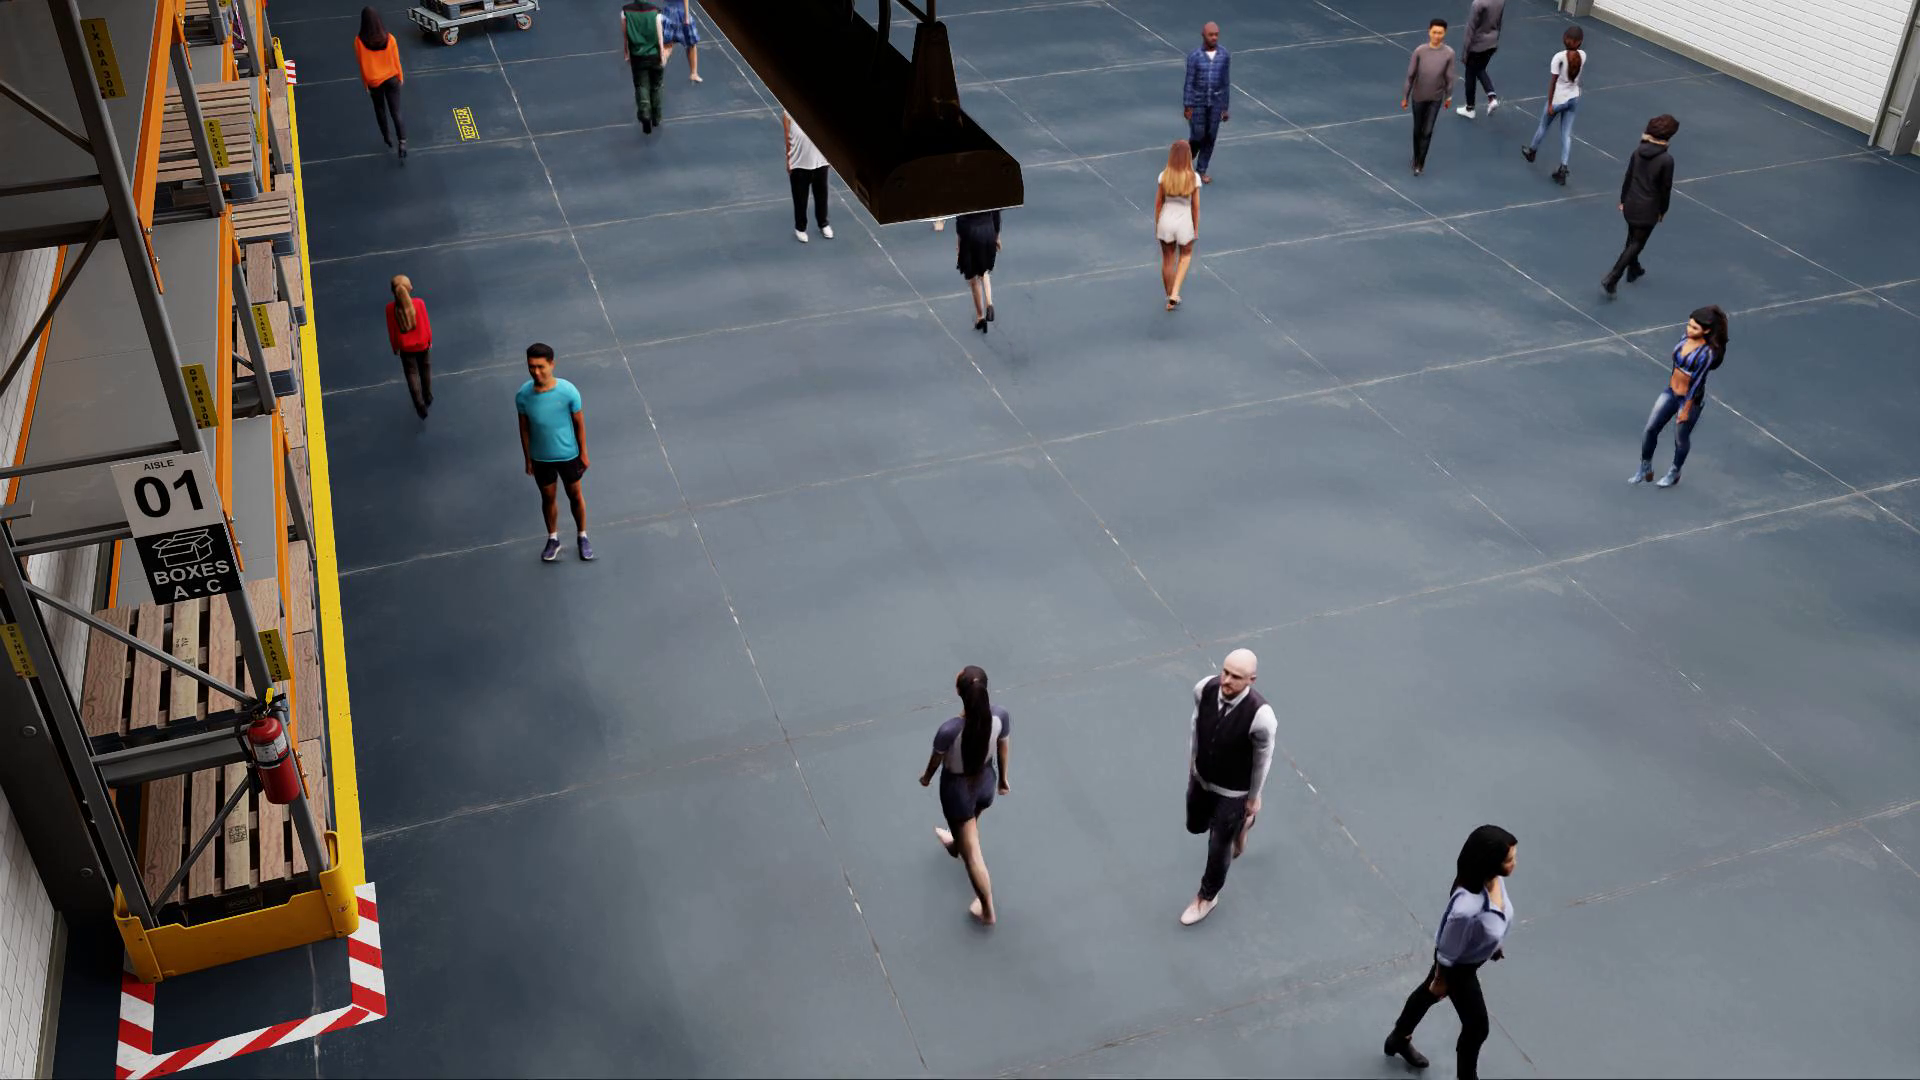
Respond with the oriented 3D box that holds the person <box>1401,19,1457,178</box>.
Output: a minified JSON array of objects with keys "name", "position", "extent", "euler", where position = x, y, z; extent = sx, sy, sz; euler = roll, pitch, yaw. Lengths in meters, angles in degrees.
[{"name":"person","position":[5.323,-5.046,18.900],"extent":[1.184,1.730,1.097],"euler":[-7,34,-11]}]

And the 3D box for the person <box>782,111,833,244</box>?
[{"name":"person","position":[-1.571,-3.942,17.279],"extent":[0.650,1.685,0.607],"euler":[-10,35,-14]}]

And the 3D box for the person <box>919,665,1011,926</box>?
[{"name":"person","position":[0.094,1.451,9.236],"extent":[0.747,1.608,1.066],"euler":[-19,38,-26]}]

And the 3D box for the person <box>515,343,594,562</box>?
[{"name":"person","position":[-2.974,-0.642,12.236],"extent":[0.667,1.773,0.597],"euler":[-3,34,-4]}]

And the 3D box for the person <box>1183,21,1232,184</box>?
[{"name":"person","position":[2.726,-4.930,18.657],"extent":[0.687,1.806,0.694],"euler":[-8,34,-12]}]

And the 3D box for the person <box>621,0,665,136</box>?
[{"name":"person","position":[-3.777,-5.773,19.909],"extent":[0.840,1.825,1.116],"euler":[-2,34,-2]}]

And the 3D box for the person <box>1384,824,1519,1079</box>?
[{"name":"person","position":[2.380,2.053,8.231],"extent":[1.025,1.719,0.941],"euler":[19,38,27]}]

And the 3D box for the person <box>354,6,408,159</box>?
[{"name":"person","position":[-6.643,-5.235,19.206],"extent":[0.656,1.706,1.098],"euler":[-12,35,-18]}]

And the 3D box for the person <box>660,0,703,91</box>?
[{"name":"person","position":[-3.655,-6.581,21.167],"extent":[1.091,1.777,1.142],"euler":[15,37,22]}]

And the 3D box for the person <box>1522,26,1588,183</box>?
[{"name":"person","position":[6.810,-4.860,18.670],"extent":[0.710,1.675,1.152],"euler":[-6,34,-9]}]

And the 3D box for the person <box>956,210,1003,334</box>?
[{"name":"person","position":[0.199,-2.703,15.368],"extent":[0.598,1.738,0.716],"euler":[-13,36,-19]}]

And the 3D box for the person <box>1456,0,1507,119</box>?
[{"name":"person","position":[6.402,-5.973,20.236],"extent":[0.768,1.796,0.849],"euler":[-13,36,-19]}]

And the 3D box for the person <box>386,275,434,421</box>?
[{"name":"person","position":[-4.669,-1.646,14.203],"extent":[0.497,1.268,0.814],"euler":[-12,36,-18]}]

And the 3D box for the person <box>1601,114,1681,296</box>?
[{"name":"person","position":[6.597,-3.216,16.129],"extent":[0.897,1.750,1.125],"euler":[-22,40,-30]}]

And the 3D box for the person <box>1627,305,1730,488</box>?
[{"name":"person","position":[5.748,-1.108,13.090],"extent":[0.684,1.603,0.601],"euler":[-13,36,-19]}]

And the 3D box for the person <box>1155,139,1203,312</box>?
[{"name":"person","position":[2.040,-2.944,15.774],"extent":[0.716,1.690,0.764],"euler":[8,34,11]}]

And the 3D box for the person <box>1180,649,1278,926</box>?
[{"name":"person","position":[1.518,1.320,9.252],"extent":[1.043,1.808,1.001],"euler":[28,43,35]}]
